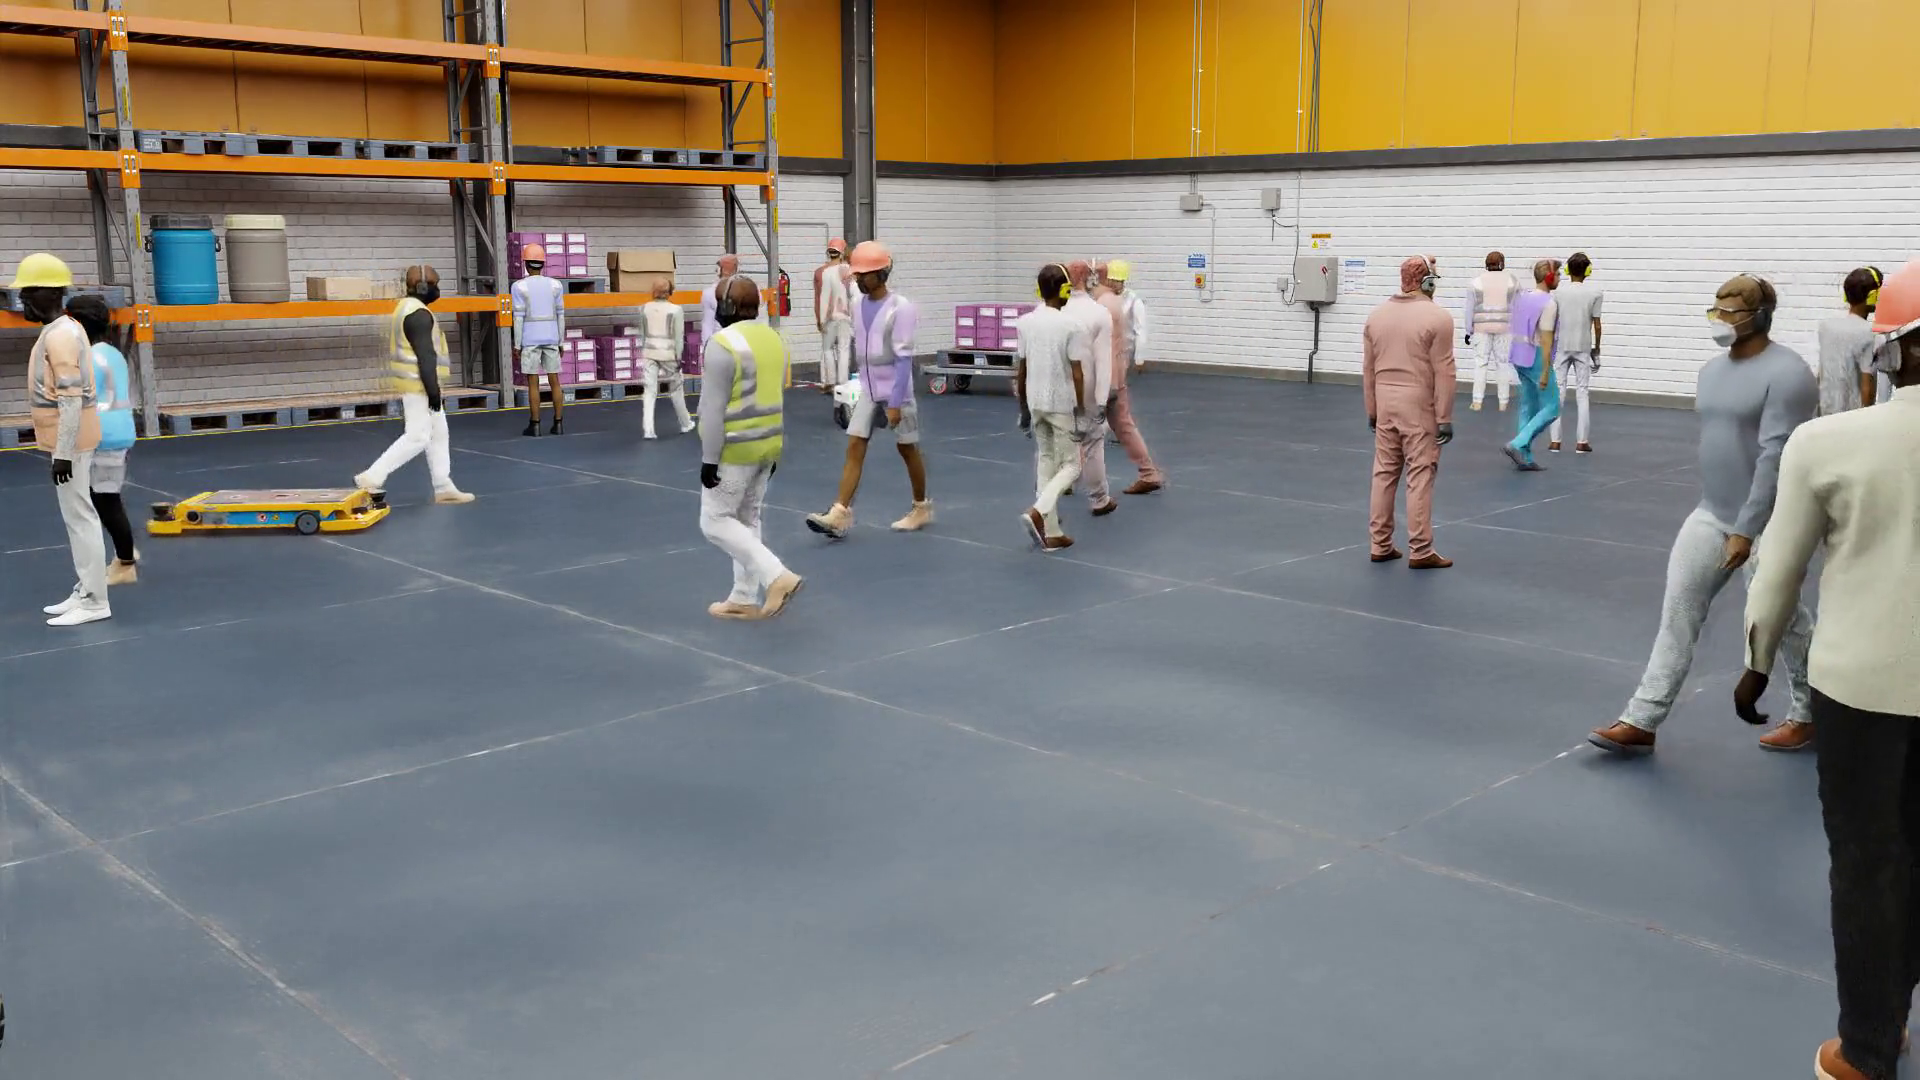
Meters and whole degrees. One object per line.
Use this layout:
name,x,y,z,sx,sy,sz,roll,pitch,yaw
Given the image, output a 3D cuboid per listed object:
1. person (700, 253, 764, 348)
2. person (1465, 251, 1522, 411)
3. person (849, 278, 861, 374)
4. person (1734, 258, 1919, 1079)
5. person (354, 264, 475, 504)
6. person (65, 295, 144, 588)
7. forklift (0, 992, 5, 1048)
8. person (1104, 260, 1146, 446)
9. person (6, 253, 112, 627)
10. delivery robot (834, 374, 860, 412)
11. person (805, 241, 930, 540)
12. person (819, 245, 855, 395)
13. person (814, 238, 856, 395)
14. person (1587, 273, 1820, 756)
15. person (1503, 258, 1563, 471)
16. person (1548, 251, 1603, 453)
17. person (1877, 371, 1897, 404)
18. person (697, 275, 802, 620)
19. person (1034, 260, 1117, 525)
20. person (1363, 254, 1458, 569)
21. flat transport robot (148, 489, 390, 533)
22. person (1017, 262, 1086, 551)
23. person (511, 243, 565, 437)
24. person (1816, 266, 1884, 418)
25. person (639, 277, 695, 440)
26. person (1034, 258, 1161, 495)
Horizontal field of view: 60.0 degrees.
person,-2.148,-1.796,15.842,0.641,1.858,0.968,-5,11,-25
person,6.159,-2.412,19.253,0.621,1.840,0.430,2,11,13
person,-1.038,-2.286,18.530,0.391,1.855,0.683,3,11,15
person,2.213,0.320,3.988,0.629,1.963,0.810,2,11,9
person,-4.086,-1.129,12.335,0.788,1.814,0.618,-4,11,-20
person,-4.932,-0.551,9.522,0.384,1.684,0.540,-2,11,-13
forklift,-3.245,0.323,3.363,2.313,2.155,1.214,2,11,13
person,1.380,-1.745,15.748,0.912,1.776,0.615,-9,14,-40
person,-4.681,-0.517,8.675,0.372,1.926,0.589,-6,12,-28
delivery robot,-1.090,-1.520,17.632,0.477,0.478,0.707,-4,11,-20
person,-0.563,-0.975,11.034,0.619,1.971,1.087,9,14,41
person,-1.519,-2.786,21.131,0.659,1.904,0.477,-7,13,-35
person,-1.556,-2.822,21.092,0.622,1.986,0.412,5,11,25
person,2.991,-0.073,6.398,1.047,1.887,0.626,-3,11,-16
person,4.908,-1.473,14.164,0.432,1.831,0.578,-2,11,-9
person,5.715,-1.746,15.531,0.513,1.872,0.331,5,11,25
person,9.180,-1.730,16.269,0.504,1.559,0.928,8,13,36
person,-1.091,-0.452,8.603,0.540,1.823,0.642,5,11,24
person,0.805,-1.039,11.736,0.629,1.850,0.976,5,11,24
person,2.766,-0.781,10.172,0.400,1.909,0.643,-7,13,-34
flat transport robot,-4.760,-0.209,11.515,1.431,0.197,0.652,-1,10,-5
person,0.560,-0.822,10.539,0.536,1.854,0.580,7,13,35
person,-4.258,-2.011,16.788,0.543,1.940,0.361,-7,13,-34
person,5.236,-0.706,9.928,0.785,1.852,0.520,-4,11,-19
person,-2.951,-1.814,16.642,0.530,1.600,0.850,3,11,15
person,1.127,-1.258,12.946,0.977,1.851,0.663,2,11,12
